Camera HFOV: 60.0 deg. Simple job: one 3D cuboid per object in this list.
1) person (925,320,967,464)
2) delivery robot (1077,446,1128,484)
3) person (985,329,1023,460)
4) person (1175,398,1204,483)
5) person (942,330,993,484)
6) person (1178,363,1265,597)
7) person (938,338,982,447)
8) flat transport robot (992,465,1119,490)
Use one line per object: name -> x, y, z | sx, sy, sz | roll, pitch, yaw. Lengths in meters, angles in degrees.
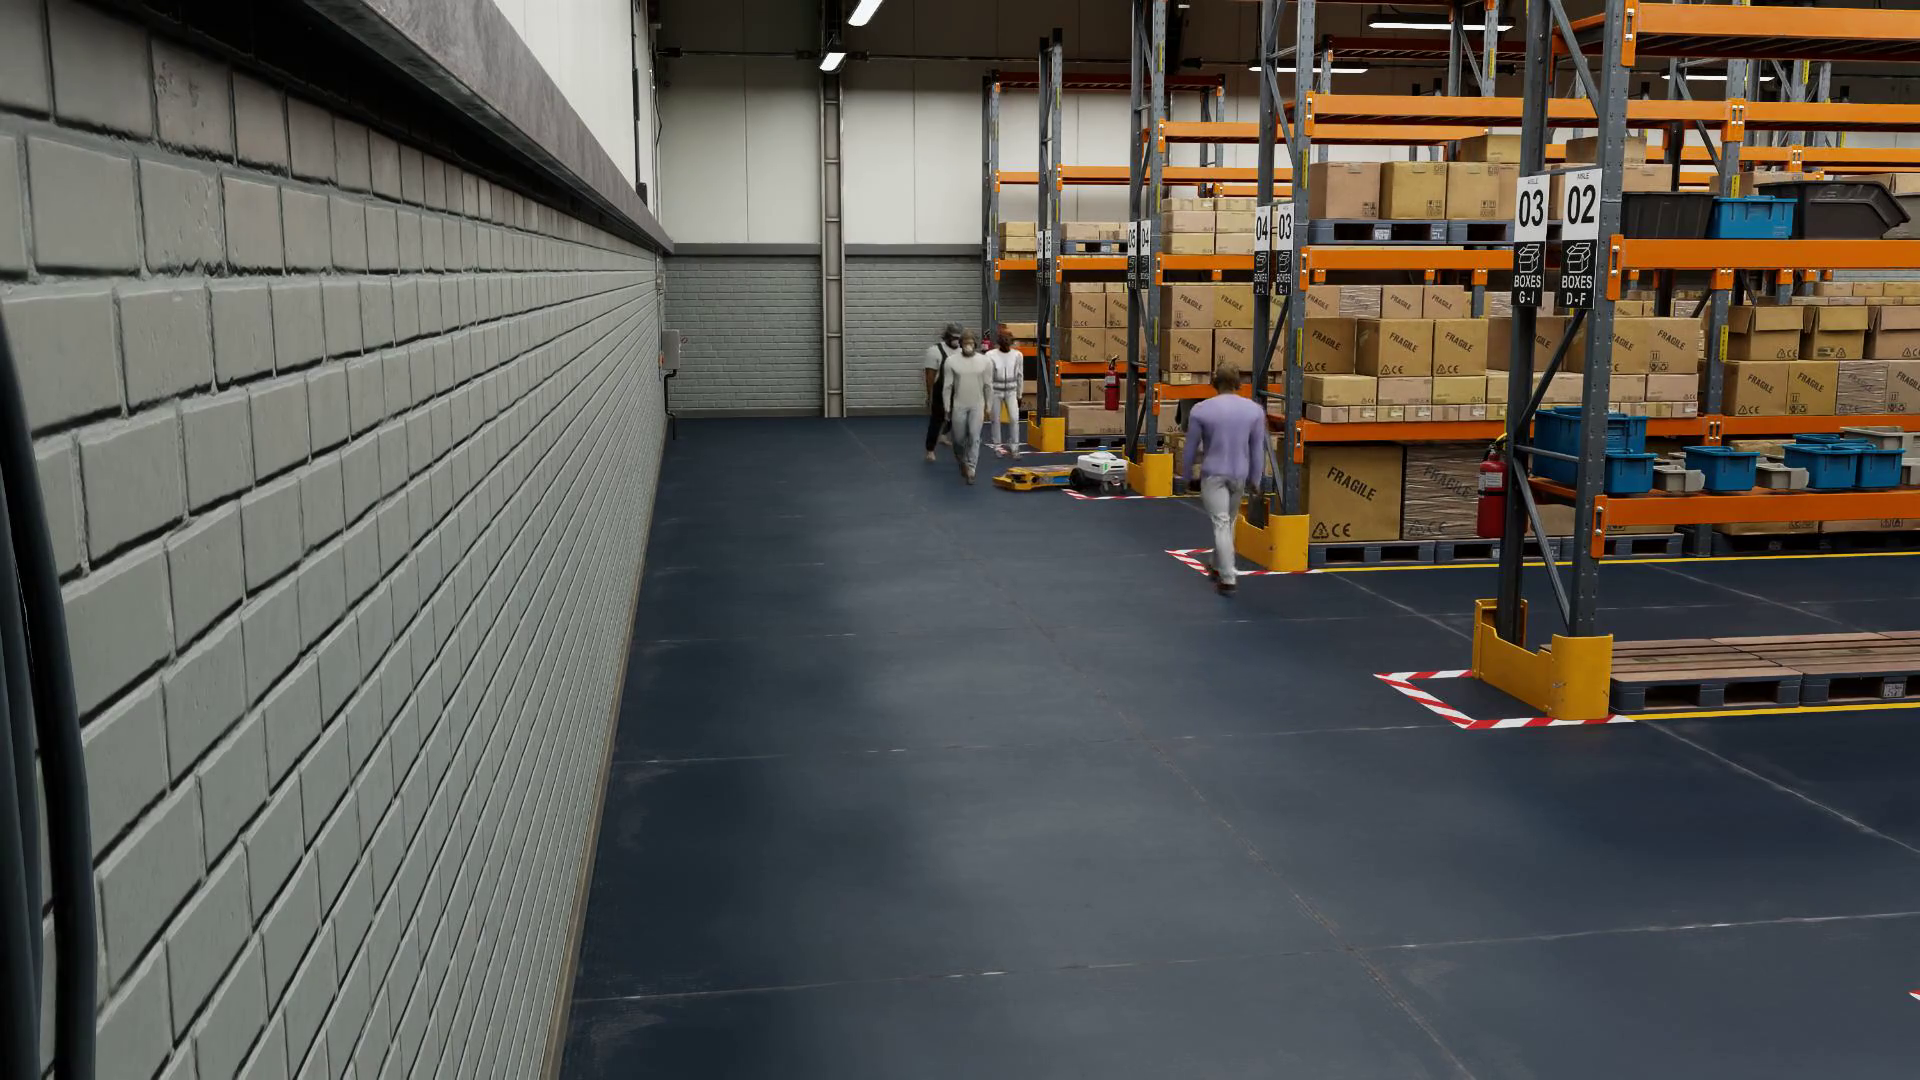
person -> -0.168, -2.066, 22.888 | 0.696, 2.000, 1.003 | -4, 10, -22
delivery robot -> 1.701, -0.881, 19.863 | 0.477, 0.478, 0.707 | -5, 10, -25
person -> 0.614, -2.027, 23.279 | 0.578, 1.837, 0.801 | -2, 9, -9
person -> 2.837, -1.600, 20.583 | 0.333, 1.860, 0.510 | -5, 10, -26
person -> 0.103, -1.671, 20.834 | 0.635, 1.919, 0.672 | 0, 9, 2
person -> 2.162, -0.521, 13.819 | 0.652, 1.883, 1.012 | -2, 9, -10
person -> -0.016, -2.239, 25.139 | 0.860, 1.665, 0.542 | -6, 11, -34
flat transport robot -> 1.177, -0.783, 20.421 | 1.431, 0.197, 0.652 | -4, 10, -24
